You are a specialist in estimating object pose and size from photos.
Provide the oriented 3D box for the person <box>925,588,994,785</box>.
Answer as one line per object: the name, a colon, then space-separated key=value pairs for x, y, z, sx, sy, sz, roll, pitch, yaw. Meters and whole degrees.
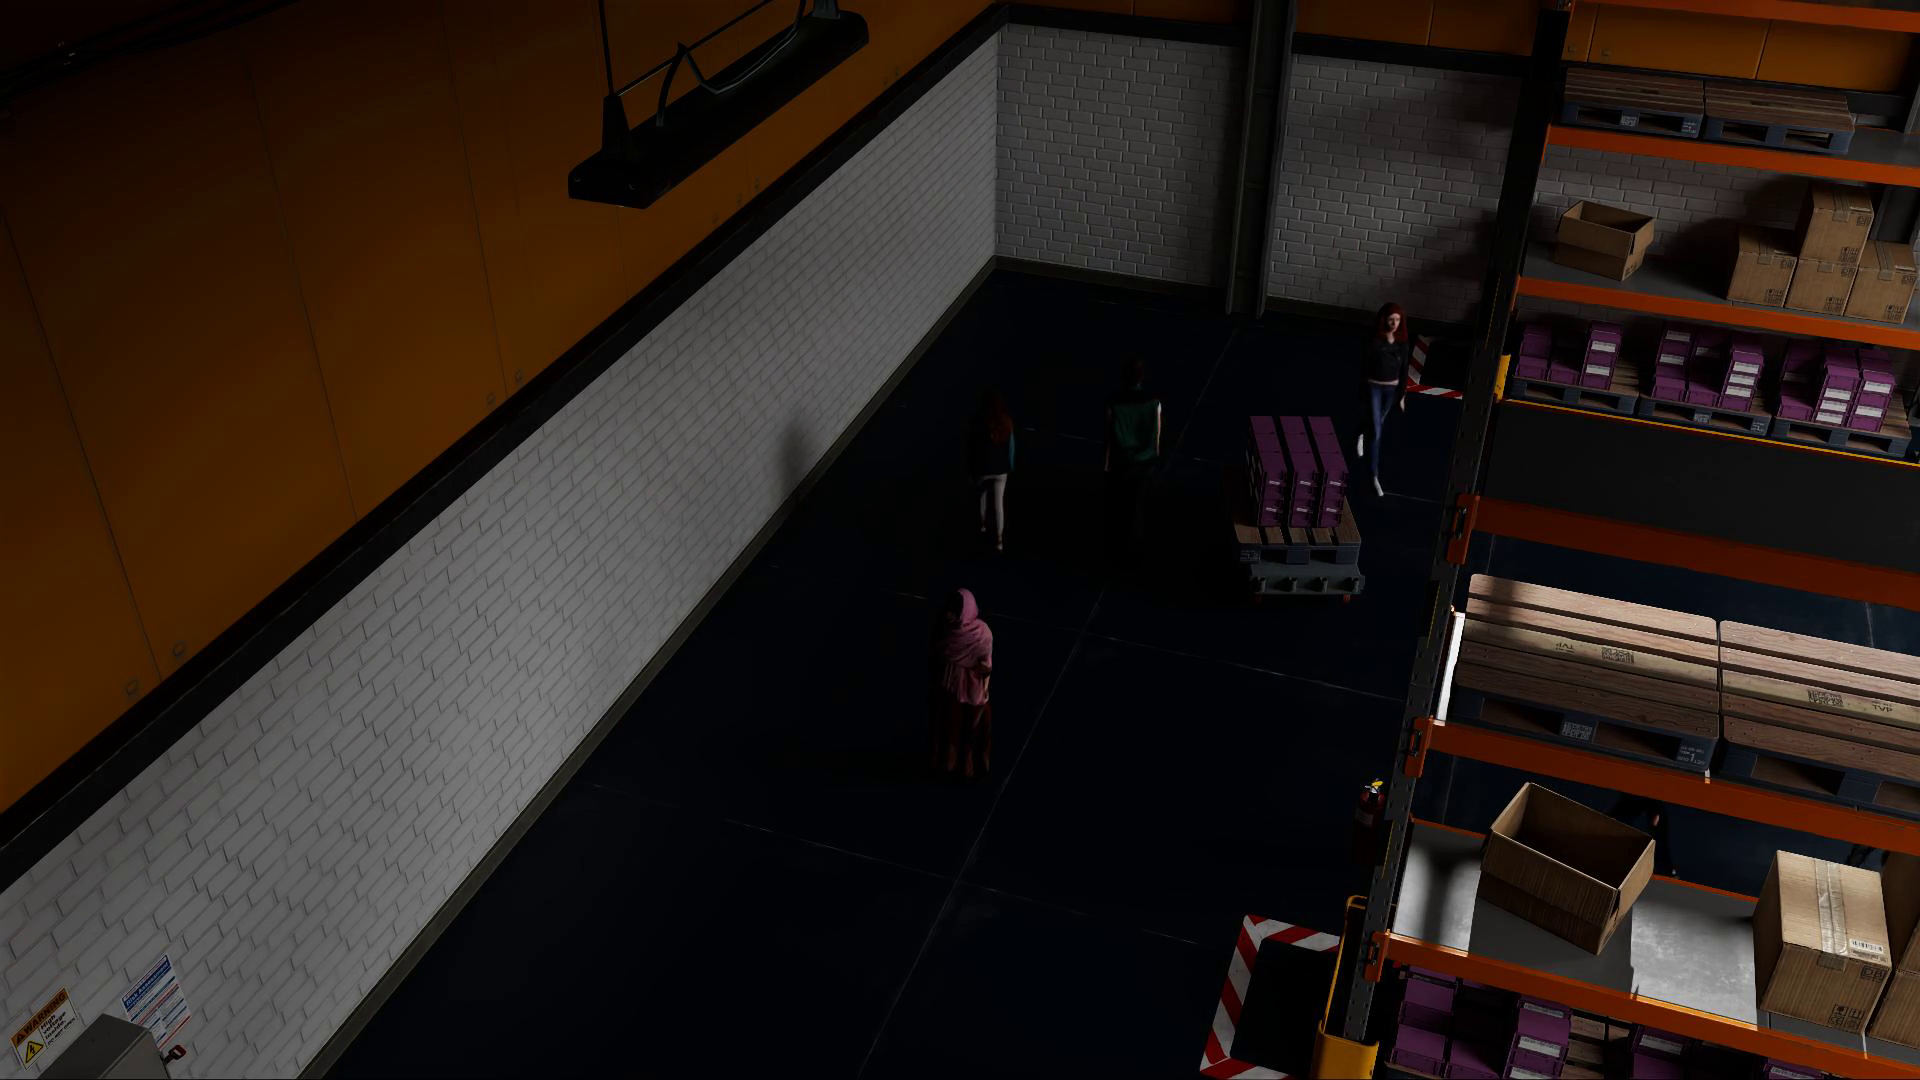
person: x=-0.001 y=0.996 z=11.603 sx=0.554 sy=1.637 sz=0.732 roll=14 pitch=36 yaw=20

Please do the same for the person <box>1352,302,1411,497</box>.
person: x=3.770 y=-1.350 z=15.033 sx=1.207 sy=1.747 sz=1.027 roll=-4 pitch=34 yaw=-6

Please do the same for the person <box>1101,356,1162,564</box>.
person: x=1.442 y=-0.637 z=13.896 sx=0.988 sy=1.817 sz=0.921 roll=1 pitch=34 yaw=1

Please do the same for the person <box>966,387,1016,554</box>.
person: x=0.268 y=-0.568 z=14.105 sx=0.990 sy=1.472 sz=0.892 roll=-2 pitch=34 yaw=-4
